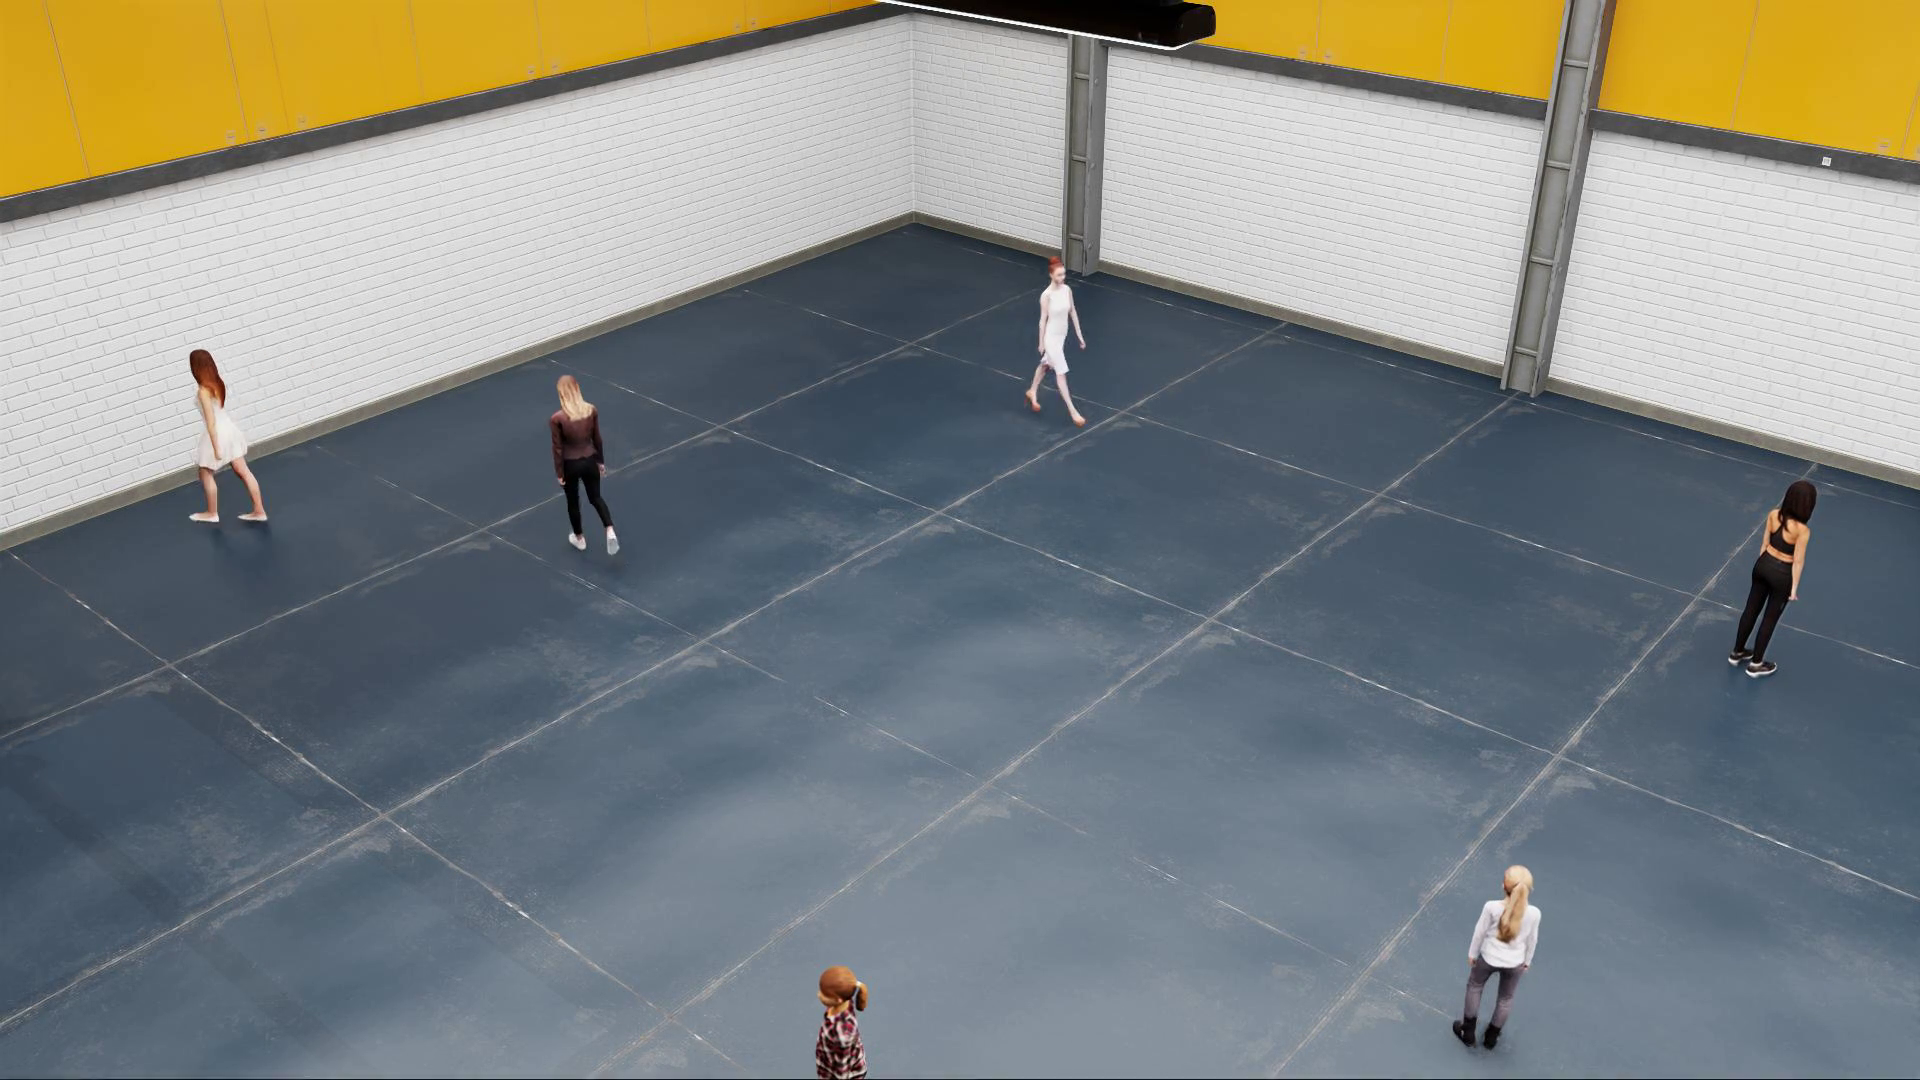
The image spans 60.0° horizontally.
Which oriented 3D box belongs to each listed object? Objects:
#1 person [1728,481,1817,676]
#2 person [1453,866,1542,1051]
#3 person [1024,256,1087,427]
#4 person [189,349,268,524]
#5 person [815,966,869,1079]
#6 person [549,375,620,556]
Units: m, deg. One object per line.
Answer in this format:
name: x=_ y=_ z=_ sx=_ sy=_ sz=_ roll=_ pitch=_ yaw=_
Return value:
person: x=6.310 y=0.278 z=12.910 sx=0.662 sy=1.641 sz=0.548 roll=-14 pitch=32 yaw=-24
person: x=3.082 y=2.385 z=9.428 sx=0.554 sy=1.276 sz=0.643 roll=7 pitch=29 yaw=13
person: x=0.908 y=-2.051 z=17.074 sx=1.074 sy=1.743 sz=0.640 roll=25 pitch=37 yaw=38
person: x=-6.592 y=-0.906 z=15.036 sx=1.005 sy=1.685 sz=0.889 roll=2 pitch=29 yaw=3
person: x=-0.605 y=2.753 z=8.725 sx=0.664 sy=1.304 sz=0.599 roll=-4 pitch=29 yaw=-6
person: x=-3.280 y=-0.609 z=14.488 sx=0.746 sy=1.687 sz=1.021 roll=-21 pitch=35 yaw=-33
